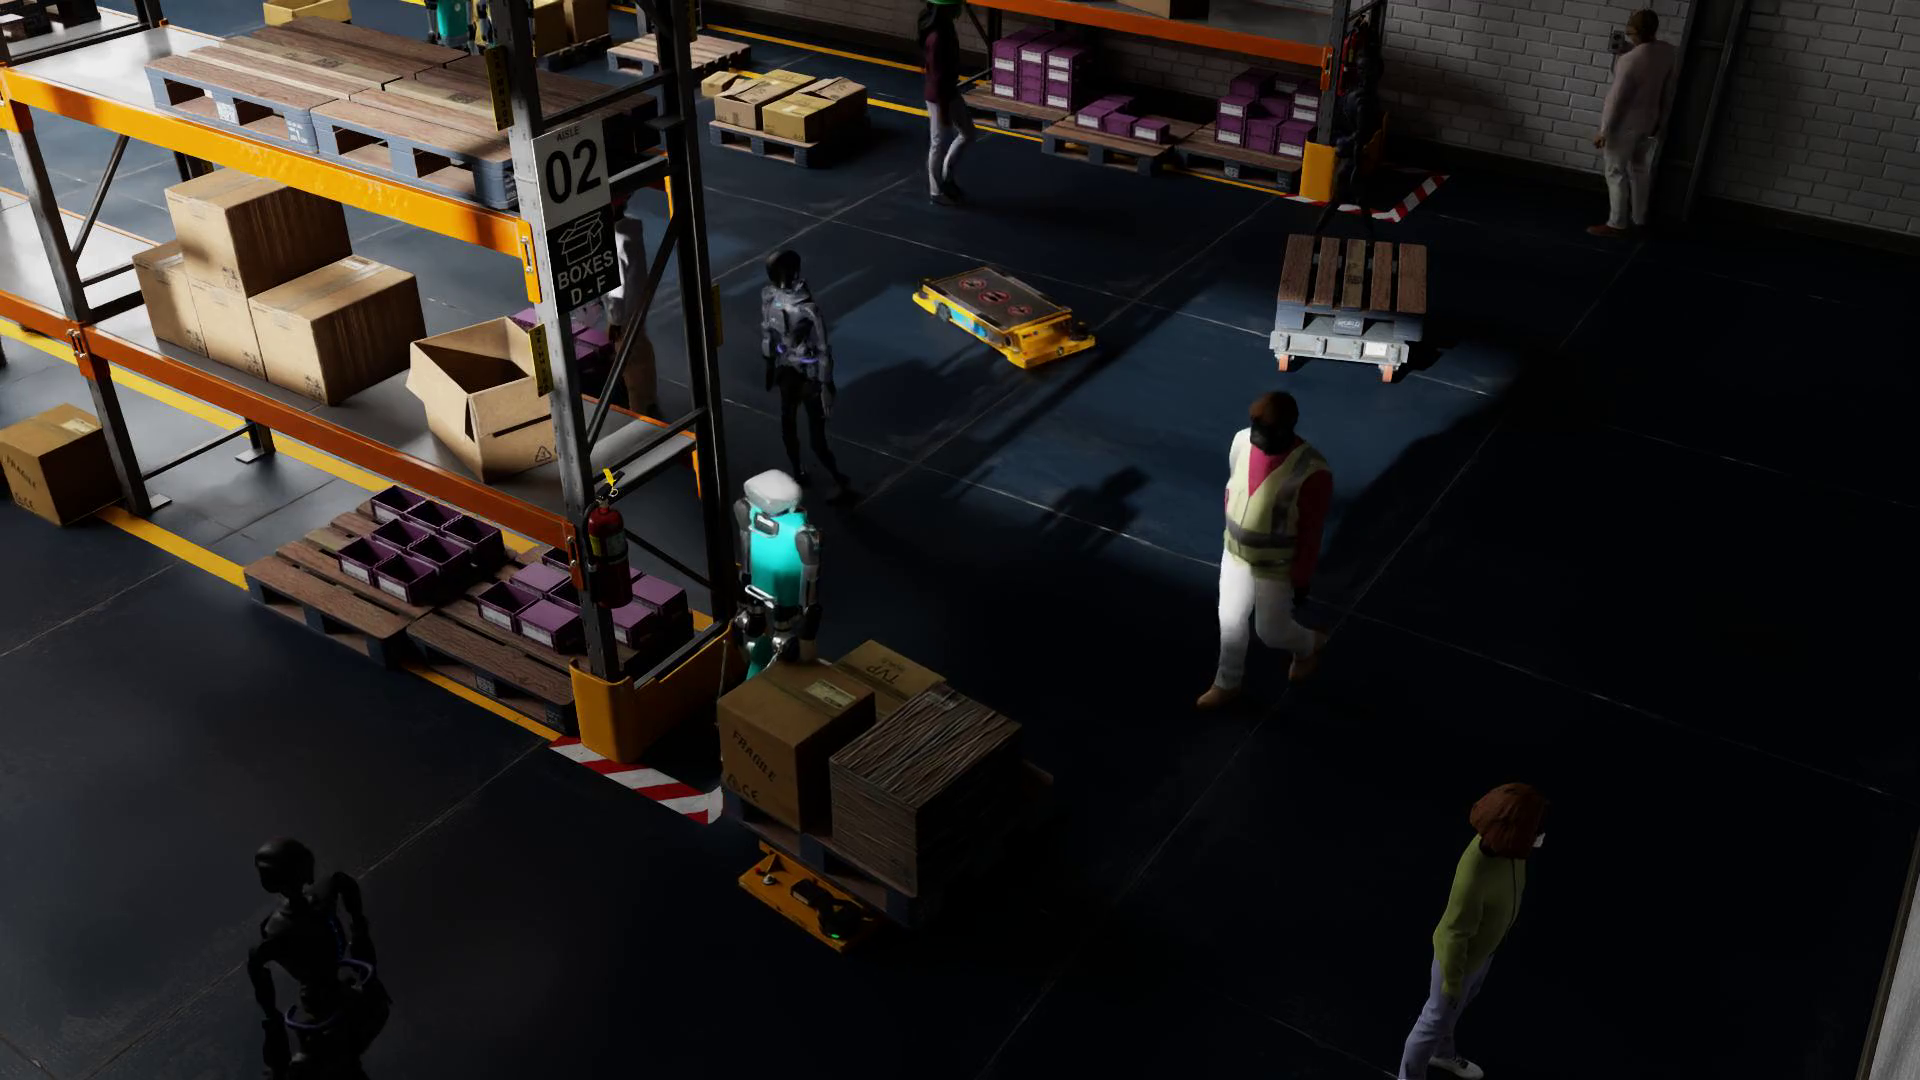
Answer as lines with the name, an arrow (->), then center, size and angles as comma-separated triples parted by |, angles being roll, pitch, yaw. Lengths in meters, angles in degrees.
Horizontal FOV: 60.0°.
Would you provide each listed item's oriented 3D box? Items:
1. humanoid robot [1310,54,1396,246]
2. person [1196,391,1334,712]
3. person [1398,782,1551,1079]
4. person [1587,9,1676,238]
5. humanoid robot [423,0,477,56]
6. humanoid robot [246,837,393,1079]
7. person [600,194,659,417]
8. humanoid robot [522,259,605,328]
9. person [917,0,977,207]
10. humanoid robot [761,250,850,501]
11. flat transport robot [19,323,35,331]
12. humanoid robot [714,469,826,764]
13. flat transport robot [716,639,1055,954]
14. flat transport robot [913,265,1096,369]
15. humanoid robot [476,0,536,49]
humanoid robot -> 3.198, -3.086, 13.361 | 0.790, 1.621, 0.608 | 7, 34, 10
person -> 1.565, 0.057, 8.359 | 0.620, 1.823, 0.635 | -23, 40, -31
person -> 1.930, 1.544, 6.257 | 0.284, 1.627, 0.496 | 23, 40, 31
person -> 5.494, -3.377, 13.576 | 0.717, 1.907, 0.348 | -19, 38, -27
humanoid robot -> -4.785, -4.424, 15.332 | 0.794, 1.777, 0.550 | 20, 38, 27
humanoid robot -> -2.288, 1.727, 5.938 | 0.409, 1.651, 0.608 | 10, 34, 15
person -> -2.209, -1.553, 10.899 | 0.329, 1.751, 0.568 | 4, 33, 6
humanoid robot -> -2.751, -1.991, 11.616 | 0.802, 1.805, 0.542 | 6, 34, 9
person -> -0.108, -3.769, 14.133 | 0.503, 1.938, 0.517 | 9, 34, 13
humanoid robot -> -0.958, -1.020, 10.148 | 0.611, 1.637, 0.395 | 26, 41, 34
flat transport robot -> -6.979, -2.048, 13.021 | 0.659, 0.231, 1.431 | -13, 35, -19
humanoid robot -> -0.986, 0.613, 7.663 | 0.549, 1.852, 0.770 | 28, 42, 35
flat transport robot -> -0.298, 1.336, 7.820 | 0.659, 0.231, 1.431 | 25, 40, 33
flat transport robot -> 0.314, -1.702, 12.488 | 0.659, 0.231, 1.431 | -21, 39, -29
humanoid robot -> -4.379, -4.952, 16.151 | 0.601, 1.781, 0.865 | -6, 34, -9
